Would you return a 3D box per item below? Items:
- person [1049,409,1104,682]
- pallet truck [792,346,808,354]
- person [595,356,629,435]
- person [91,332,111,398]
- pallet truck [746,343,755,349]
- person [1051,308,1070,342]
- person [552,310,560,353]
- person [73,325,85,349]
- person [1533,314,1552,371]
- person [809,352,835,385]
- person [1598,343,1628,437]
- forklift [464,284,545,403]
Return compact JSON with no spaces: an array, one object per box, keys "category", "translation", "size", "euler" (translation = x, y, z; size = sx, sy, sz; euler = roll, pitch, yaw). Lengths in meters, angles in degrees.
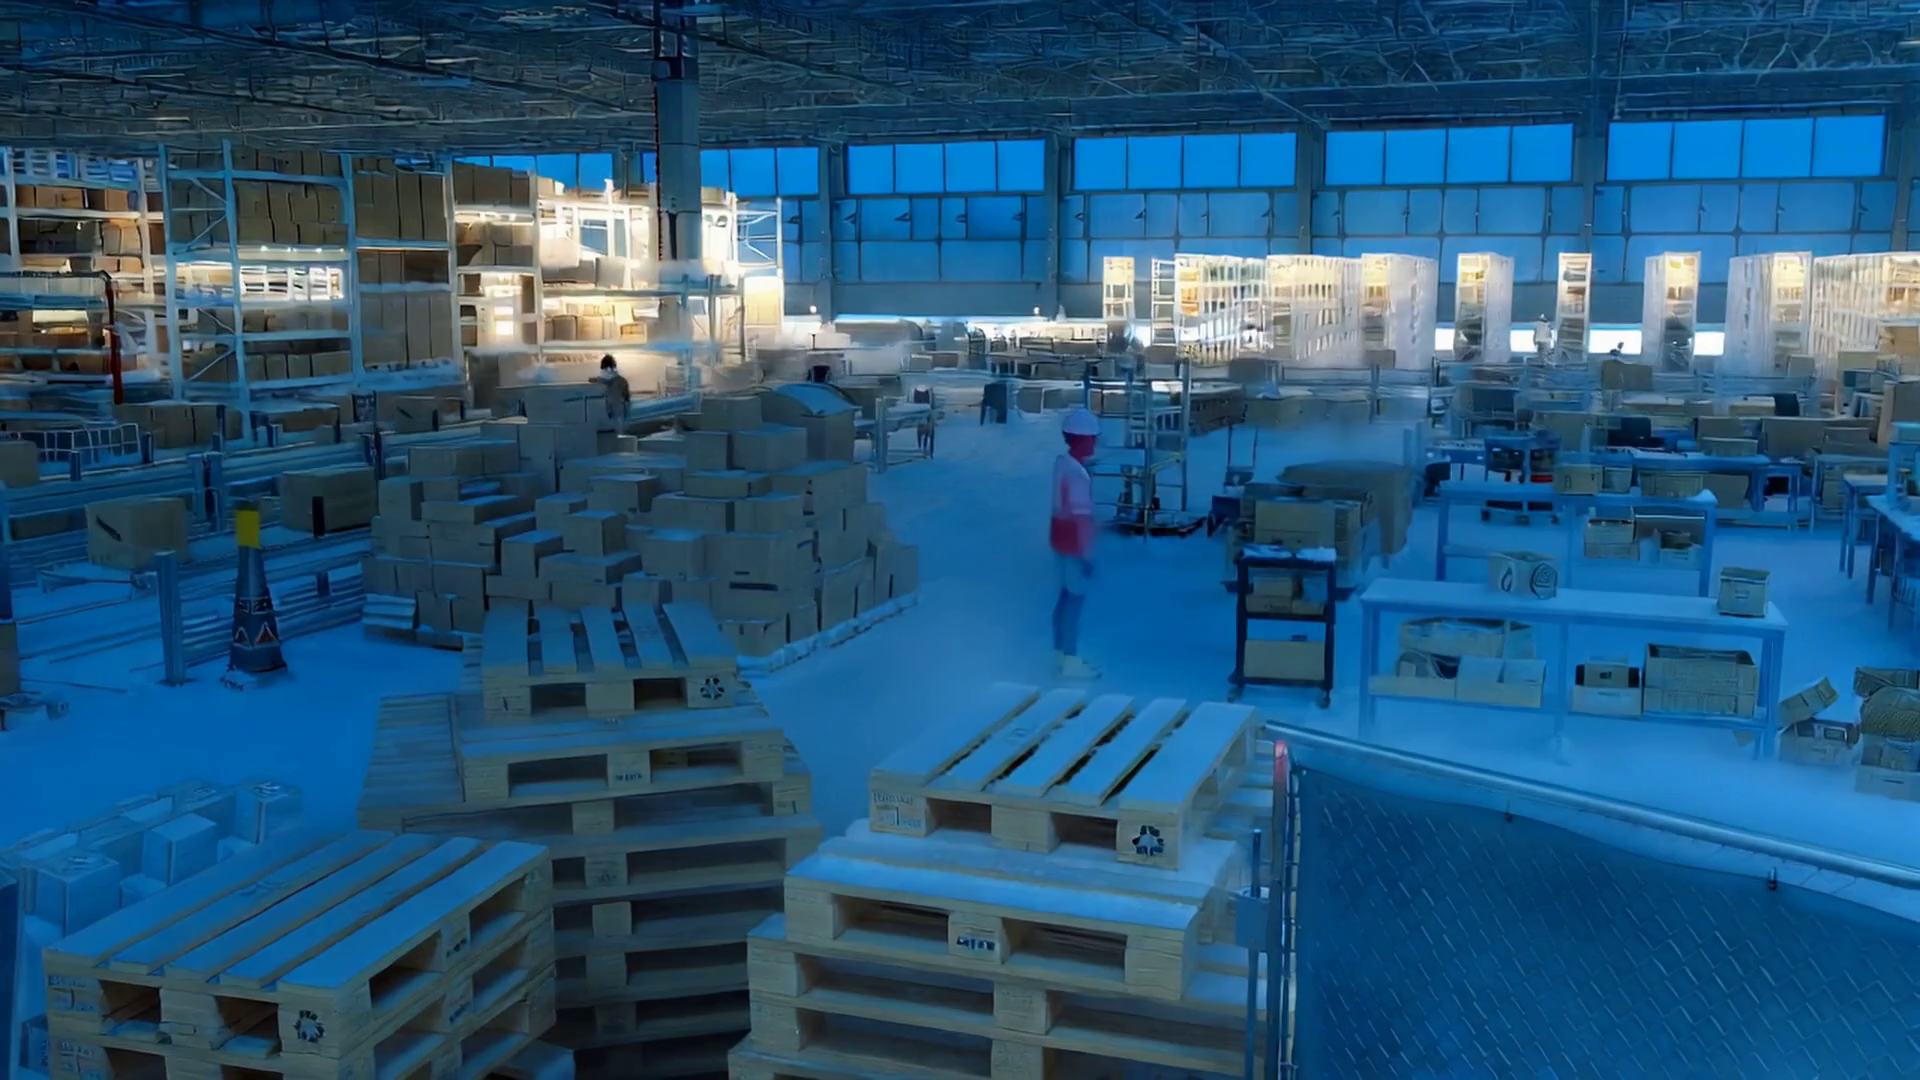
[{"category":"person","translation":[0.879,0.038,12.483],"size":[0.394,2.040,0.613],"euler":[-2,9,-13]},{"category":"pallet truck","translation":[-3.705,-4.298,42.022],"size":[0.653,1.274,1.630],"euler":[3,10,20]},{"category":"person","translation":[-5.322,-1.923,25.538],"size":[0.601,1.813,0.714],"euler":[3,10,20]},{"category":"person","translation":[-21.307,-4.349,41.361],"size":[0.507,1.616,0.570],"euler":[7,11,37]},{"category":"pallet truck","translation":[-6.183,-4.618,44.264],"size":[1.601,1.201,0.680],"euler":[-9,12,-43]},{"category":"person","translation":[3.229,-6.460,53.426],"size":[0.623,1.992,0.396],"euler":[2,9,11]},{"category":"person","translation":[-14.223,-7.243,58.900],"size":[0.643,1.811,0.808],"euler":[3,9,16]},{"category":"person","translation":[-25.461,-5.396,47.978],"size":[0.524,1.598,0.859],"euler":[4,10,23]},{"category":"person","translation":[18.543,-6.291,52.964],"size":[0.579,1.796,0.931],"euler":[2,9,15]},{"category":"person","translation":[-2.500,-2.557,29.971],"size":[0.531,1.656,0.860],"euler":[3,10,21]},{"category":"person","translation":[12.201,-2.785,31.073],"size":[0.533,1.765,0.330],"euler":[8,12,40]},{"category":"forklift","translation":[-10.832,-4.702,39.610],"size":[1.129,2.768,1.873],"euler":[3,10,20]}]
